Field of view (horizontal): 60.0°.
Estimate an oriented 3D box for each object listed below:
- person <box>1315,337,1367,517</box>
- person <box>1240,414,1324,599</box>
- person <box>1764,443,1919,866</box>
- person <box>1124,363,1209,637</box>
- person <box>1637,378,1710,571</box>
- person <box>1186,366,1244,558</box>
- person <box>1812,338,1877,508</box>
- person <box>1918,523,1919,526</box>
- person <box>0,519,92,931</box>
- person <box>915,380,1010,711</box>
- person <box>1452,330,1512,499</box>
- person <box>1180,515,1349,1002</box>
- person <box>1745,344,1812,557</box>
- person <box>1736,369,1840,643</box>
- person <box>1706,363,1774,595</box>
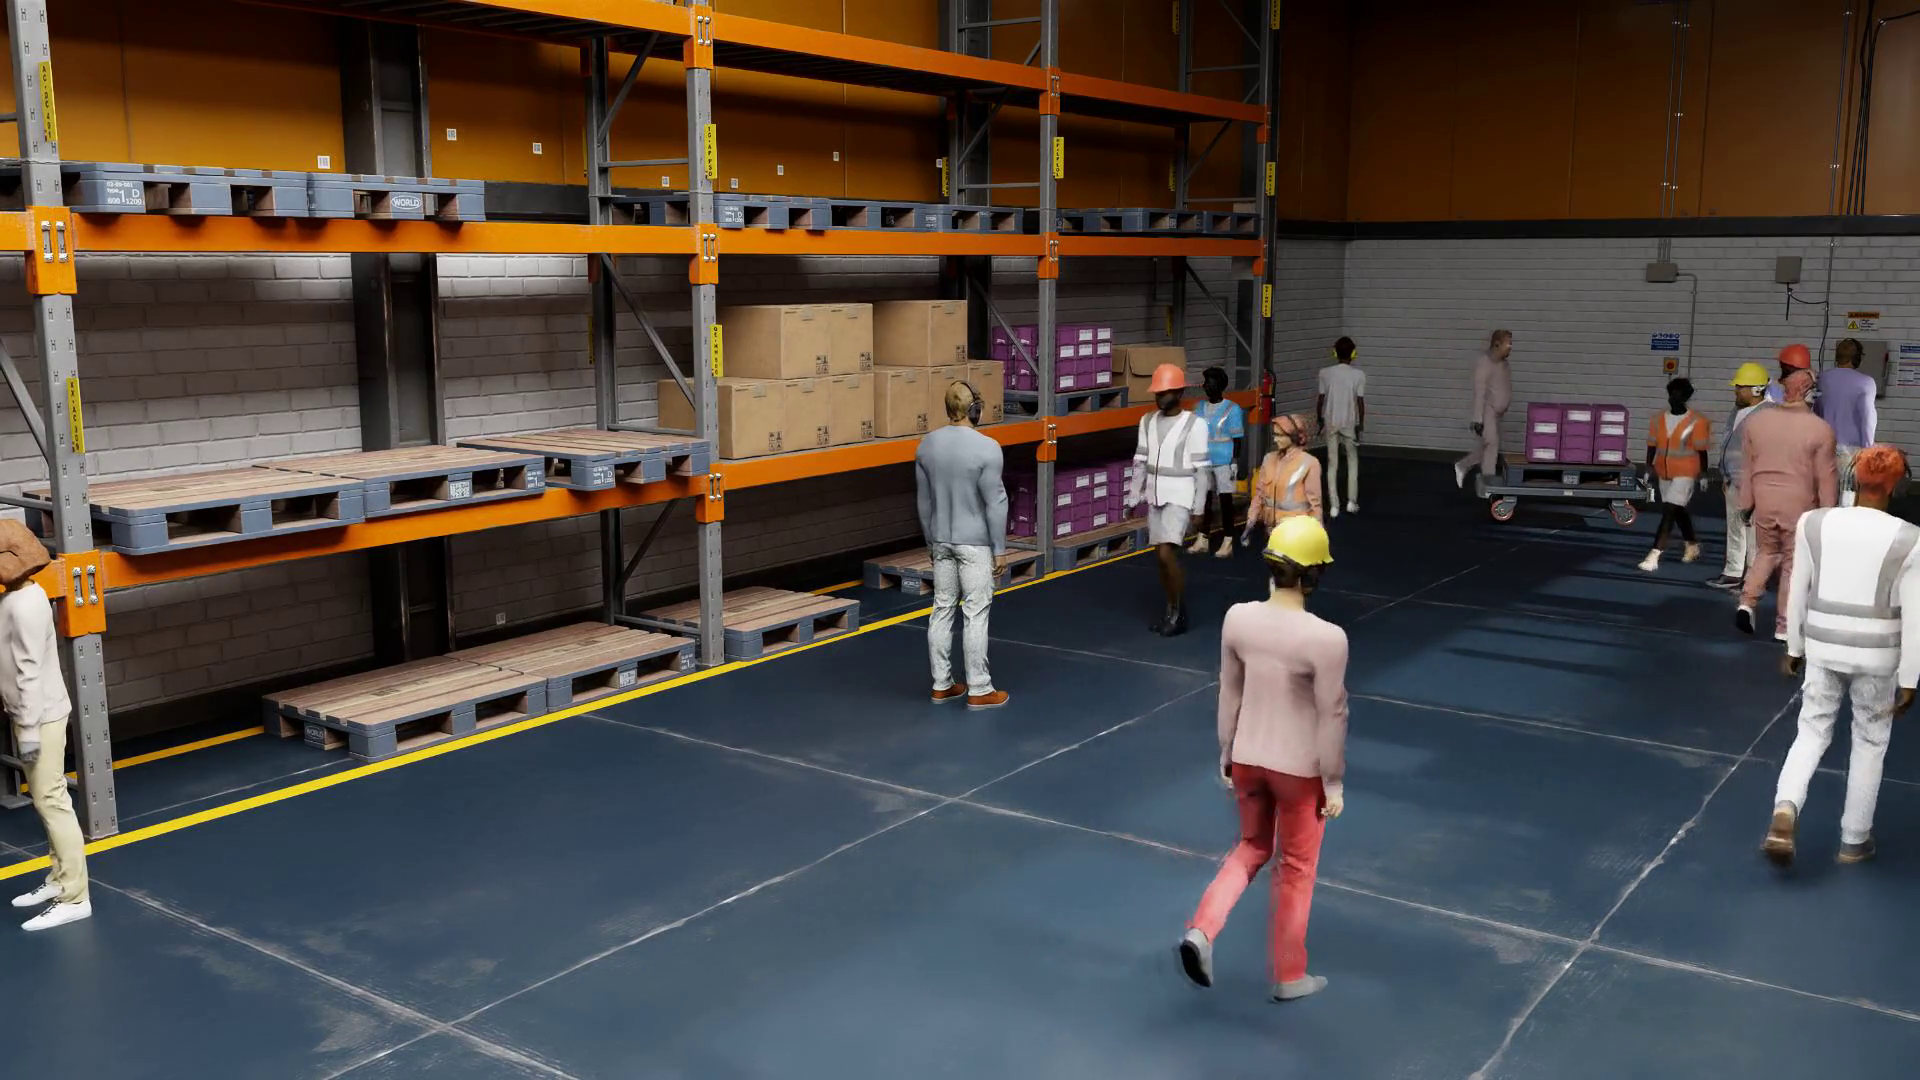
[{"bbox_3d":[3.946,-1.178,17.242,0.529,1.849,0.703,3,10,19],"label":"person"},{"bbox_3d":[2.106,-0.024,11.037,0.656,1.612,0.525,-5,11,-28],"label":"person"},{"bbox_3d":[3.785,0.516,7.100,0.724,1.868,0.596,-9,13,-42],"label":"person"},{"bbox_3d":[1.441,-0.272,11.636,0.528,1.919,0.560,-8,13,-40],"label":"person"},{"bbox_3d":[6.144,-0.565,14.221,0.871,1.647,0.535,-5,11,-28],"label":"person"},{"bbox_3d":[2.262,-0.692,14.775,0.540,1.697,0.317,9,13,44],"label":"person"},{"bbox_3d":[7.905,-0.837,14.930,0.367,1.939,0.634,-5,11,-28],"label":"person"},{"bbox_3d":[9.942,-1.031,16.250,0.806,1.886,0.644,0,10,-2],"label":"person"},{"bbox_3d":[-3.688,0.719,6.603,0.285,1.626,0.495,-6,11,-34],"label":"person"},{"bbox_3d":[0.023,0.031,9.758,0.630,1.940,0.372,7,12,38],"label":"person"},{"bbox_3d":[5.812,-1.399,18.462,0.695,1.880,0.679,9,13,41],"label":"person"},{"bbox_3d":[1.075,0.790,5.794,0.511,1.758,0.525,-8,12,-40],"label":"person"},{"bbox_3d":[7.121,-0.758,14.523,0.594,1.908,0.498,0,10,1],"label":"person"},{"bbox_3d":[5.665,-0.221,11.374,0.440,1.894,0.676,-6,11,-32],"label":"person"},{"bbox_3d":[6.212,-0.485,13.153,0.404,1.828,0.603,-1,10,-6],"label":"person"}]
